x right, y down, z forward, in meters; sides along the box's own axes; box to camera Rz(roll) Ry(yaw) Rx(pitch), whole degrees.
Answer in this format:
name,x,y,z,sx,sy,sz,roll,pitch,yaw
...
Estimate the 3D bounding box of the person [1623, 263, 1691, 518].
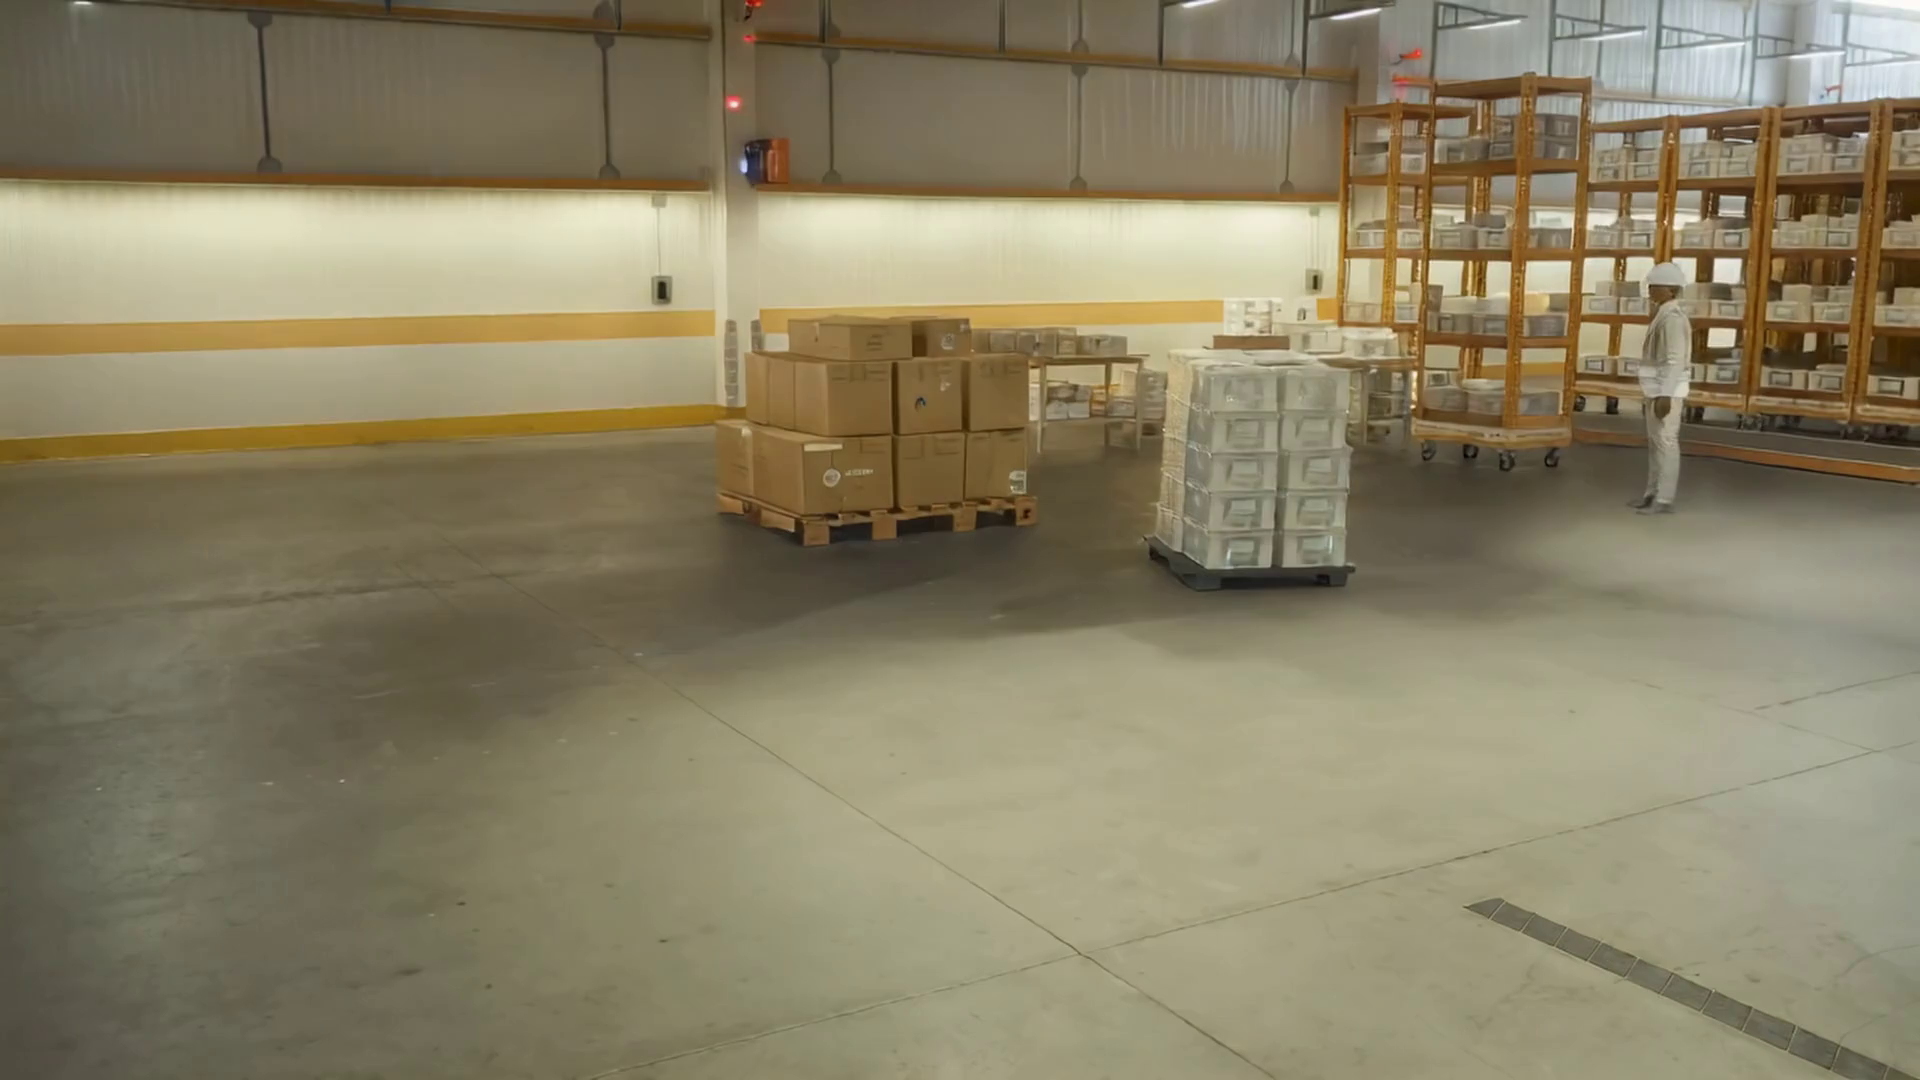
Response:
name,x,y,z,sx,sy,sz,roll,pitch,yaw
person,5.388,-1.143,12.780,0.397,1.949,0.603,2,10,13
